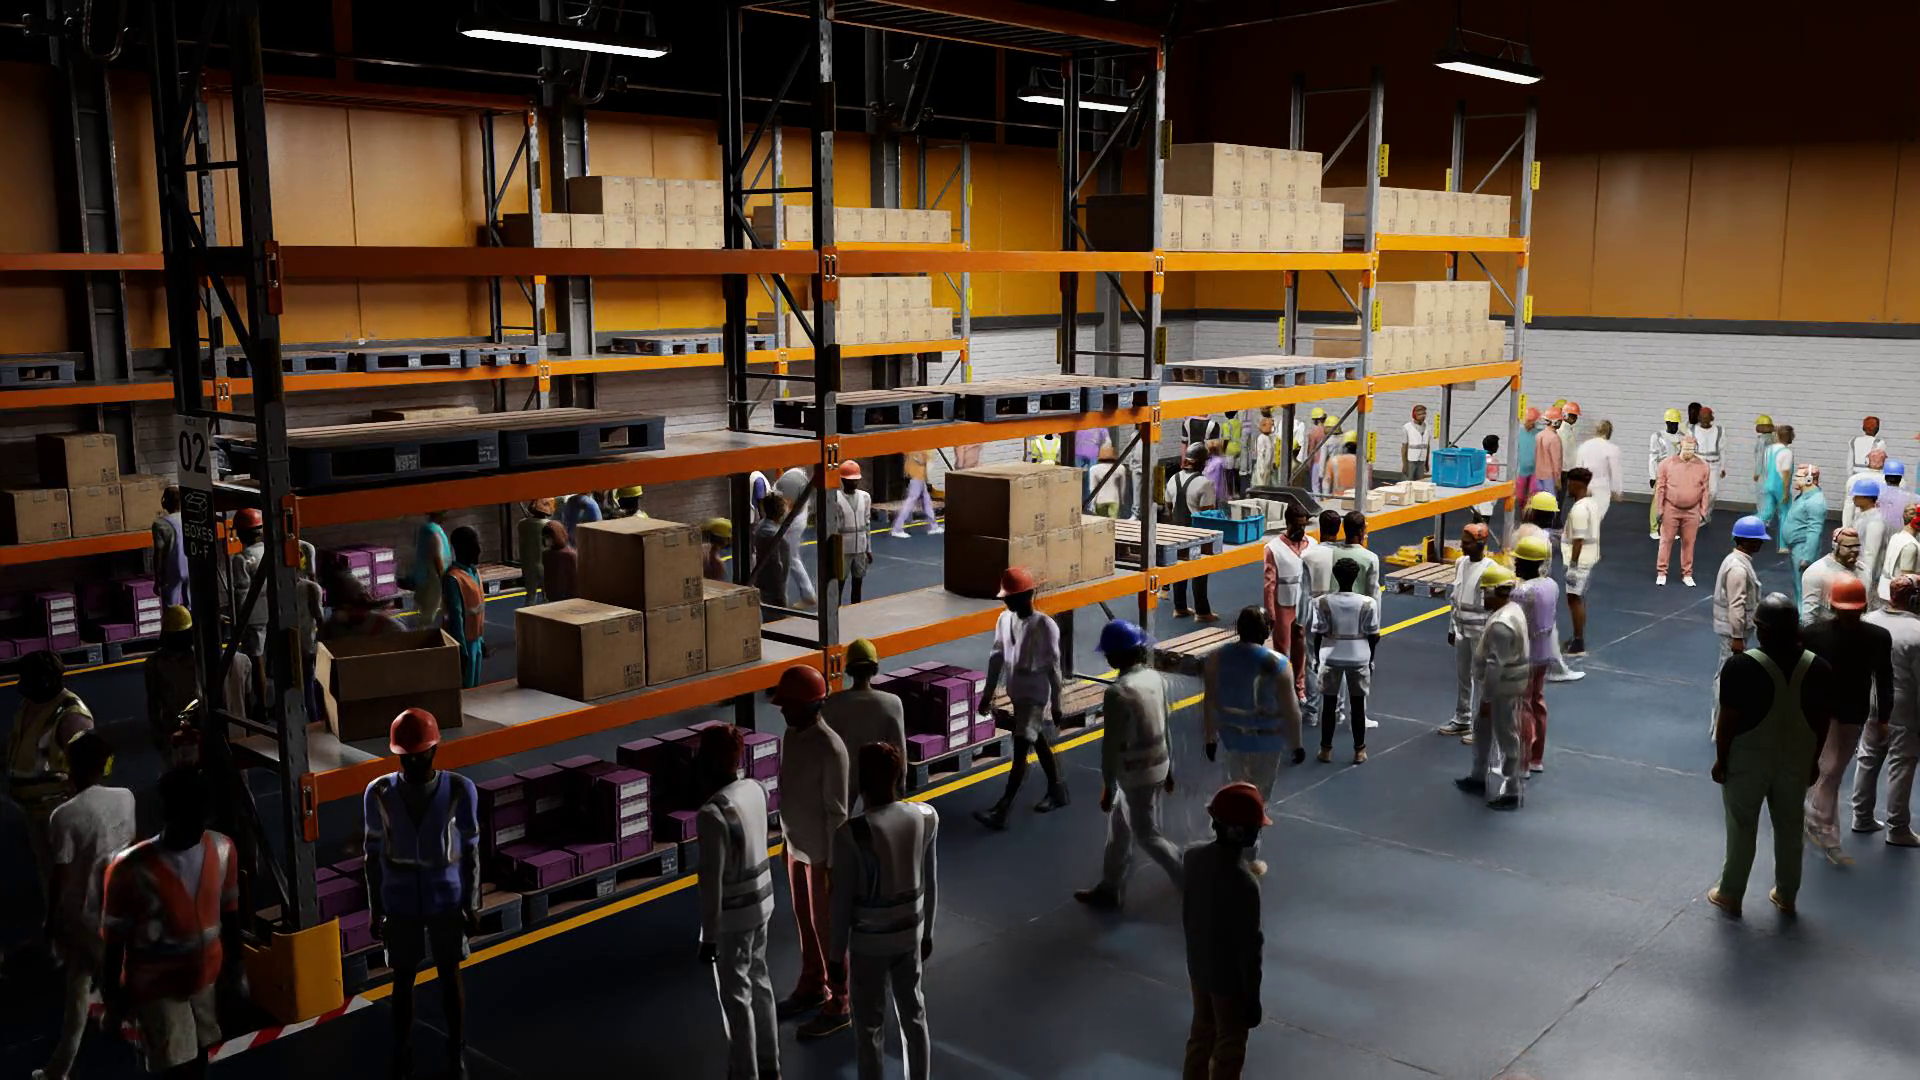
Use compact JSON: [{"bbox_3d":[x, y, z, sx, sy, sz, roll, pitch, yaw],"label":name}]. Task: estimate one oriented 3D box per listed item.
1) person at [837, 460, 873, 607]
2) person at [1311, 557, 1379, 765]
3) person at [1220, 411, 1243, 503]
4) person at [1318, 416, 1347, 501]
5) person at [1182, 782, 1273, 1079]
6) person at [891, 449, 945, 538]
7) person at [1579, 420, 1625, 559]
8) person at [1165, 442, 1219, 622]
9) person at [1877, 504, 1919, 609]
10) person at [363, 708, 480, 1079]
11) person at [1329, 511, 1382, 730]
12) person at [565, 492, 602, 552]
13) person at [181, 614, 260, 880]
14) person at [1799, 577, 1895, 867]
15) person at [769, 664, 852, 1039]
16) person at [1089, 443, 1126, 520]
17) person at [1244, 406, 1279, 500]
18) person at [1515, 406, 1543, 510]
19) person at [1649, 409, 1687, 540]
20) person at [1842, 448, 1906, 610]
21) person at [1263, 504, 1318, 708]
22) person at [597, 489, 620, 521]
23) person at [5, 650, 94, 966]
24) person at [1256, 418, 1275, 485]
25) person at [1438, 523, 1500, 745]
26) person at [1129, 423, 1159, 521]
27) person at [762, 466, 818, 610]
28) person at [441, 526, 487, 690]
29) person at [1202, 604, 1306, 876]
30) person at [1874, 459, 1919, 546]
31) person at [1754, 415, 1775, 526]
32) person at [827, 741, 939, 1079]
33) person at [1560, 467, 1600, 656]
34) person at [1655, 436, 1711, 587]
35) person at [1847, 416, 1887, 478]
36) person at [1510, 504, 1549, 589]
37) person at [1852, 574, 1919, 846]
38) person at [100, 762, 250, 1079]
[{"bbox_3d":[-1.182,0.098,18.010,0.552,1.935,0.367,-6,11,-32],"label":"person"},{"bbox_3d":[3.109,0.982,13.463,0.532,1.693,0.319,2,10,11],"label":"person"},{"bbox_3d":[4.573,-1.473,28.101,0.318,1.695,0.539,8,13,40],"label":"person"},{"bbox_3d":[5.641,-1.015,25.259,0.484,1.736,0.322,-5,11,-28],"label":"person"},{"bbox_3d":[1.220,1.945,7.536,0.341,1.747,0.570,-4,10,-20],"label":"person"},{"bbox_3d":[-0.615,-0.955,24.581,0.956,1.856,0.607,-4,10,-21],"label":"person"},{"bbox_3d":[8.782,-0.682,22.739,0.642,1.919,0.651,-4,10,-20],"label":"person"},{"bbox_3d":[2.687,-0.101,18.886,0.537,2.000,0.678,-7,12,-36],"label":"person"},{"bbox_3d":[8.771,0.569,15.504,0.394,1.836,0.561,4,10,22],"label":"person"},{"bbox_3d":[-2.610,1.756,8.101,0.543,1.939,0.362,-2,10,-11],"label":"person"},{"bbox_3d":[3.390,0.698,14.476,0.392,1.922,0.593,-9,13,-43],"label":"person"},{"bbox_3d":[-3.804,0.202,17.057,0.365,2.048,0.608,-8,12,-40],"label":"person"},{"bbox_3d":[-4.798,1.356,10.768,0.345,1.847,0.506,4,10,22],"label":"person"},{"bbox_3d":[6.005,1.216,11.281,0.604,1.941,0.936,1,10,5],"label":"person"},{"bbox_3d":[-0.797,1.621,8.784,0.409,1.986,0.621,-6,11,-30],"label":"person"},{"bbox_3d":[1.996,-0.501,22.563,0.501,1.608,0.695,1,10,4],"label":"person"},{"bbox_3d":[4.959,-1.395,27.278,0.978,1.814,0.531,-9,13,-43],"label":"person"},{"bbox_3d":[8.429,-1.011,24.540,0.648,1.971,0.646,-9,13,-43],"label":"person"},{"bbox_3d":[10.381,-0.963,24.369,0.594,1.926,0.367,-2,10,-14],"label":"person"},{"bbox_3d":[10.643,-0.120,19.431,0.643,1.900,0.399,3,10,16],"label":"person"},{"bbox_3d":[2.979,0.612,15.046,0.599,1.908,0.399,-6,11,-31],"label":"person"},{"bbox_3d":[-4.348,-0.216,20.771,0.309,1.641,0.514,-5,11,-28],"label":"person"},{"bbox_3d":[-5.280,1.541,9.679,0.626,1.844,0.429,6,11,33],"label":"person"},{"bbox_3d":[4.792,-1.106,26.097,0.279,1.634,0.497,5,11,28],"label":"person"},{"bbox_3d":[4.342,0.784,14.072,0.337,1.882,0.584,-4,10,-21],"label":"person"},{"bbox_3d":[2.839,-1.109,25.803,0.487,1.741,0.314,6,11,33],"label":"person"},{"bbox_3d":[-1.988,-0.188,19.410,0.696,2.000,0.748,-1,10,-5],"label":"person"},{"bbox_3d":[-4.055,0.836,13.652,0.392,1.922,0.593,0,10,-2],"label":"person"},{"bbox_3d":[1.985,1.321,11.042,0.645,1.823,0.623,9,13,42],"label":"person"},{"bbox_3d":[10.045,0.093,18.012,0.614,1.943,0.405,6,11,31],"label":"person"},{"bbox_3d":[12.278,-1.053,25.478,0.320,1.738,0.483,8,13,41],"label":"person"},{"bbox_3d":[-0.350,1.852,7.712,0.577,1.880,0.339,-7,12,-36],"label":"person"},{"bbox_3d":[6.419,0.230,17.250,0.373,1.948,0.665,6,11,33],"label":"person"},{"bbox_3d":[9.058,-0.361,20.862,0.639,1.903,0.407,2,10,12],"label":"person"},{"bbox_3d":[12.891,-0.817,23.636,0.355,1.883,0.576,-5,11,-27],"label":"person"},{"bbox_3d":[5.751,0.445,16.829,0.527,1.640,0.310,-6,11,-32],"label":"person"},{"bbox_3d":[6.567,1.178,11.651,0.408,1.909,0.642,-3,10,-18],"label":"person"},{"bbox_3d":[-3.350,1.913,7.173,0.464,1.936,0.649,4,10,25],"label":"person"}]
